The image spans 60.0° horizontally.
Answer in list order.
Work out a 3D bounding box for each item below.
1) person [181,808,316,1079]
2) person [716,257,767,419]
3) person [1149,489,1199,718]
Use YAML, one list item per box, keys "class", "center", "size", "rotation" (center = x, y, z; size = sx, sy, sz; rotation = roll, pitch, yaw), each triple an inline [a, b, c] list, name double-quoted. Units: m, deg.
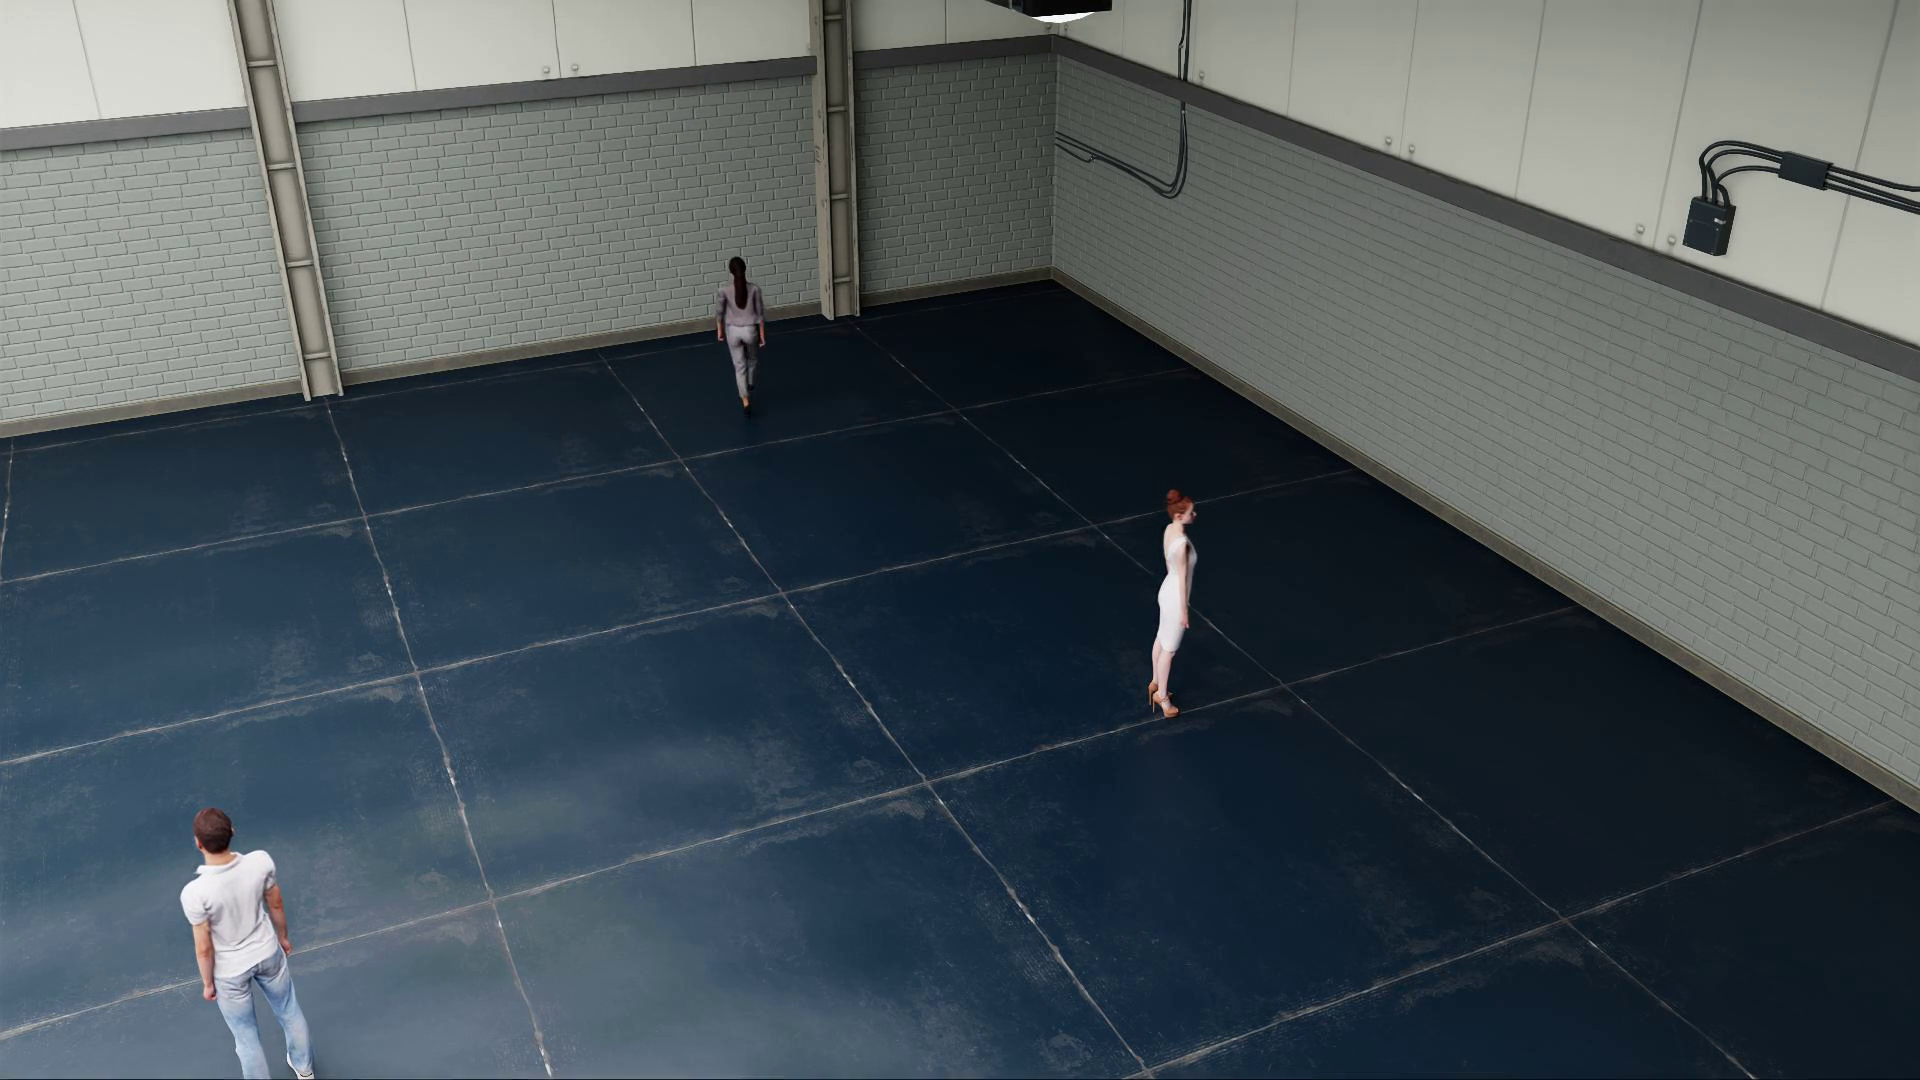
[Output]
- class: "person"
  center: [-3.701, 2.183, 8.637]
  size: [0.783, 1.851, 0.650]
  rotation: [19, 33, 32]
- class: "person"
  center: [-2.228, -2.041, 17.076]
  size: [1.054, 1.636, 0.870]
  rotation: [-5, 28, -9]
- class: "person"
  center: [1.542, 0.453, 12.063]
  size: [0.616, 1.792, 0.638]
  rotation: [-2, 27, -3]
